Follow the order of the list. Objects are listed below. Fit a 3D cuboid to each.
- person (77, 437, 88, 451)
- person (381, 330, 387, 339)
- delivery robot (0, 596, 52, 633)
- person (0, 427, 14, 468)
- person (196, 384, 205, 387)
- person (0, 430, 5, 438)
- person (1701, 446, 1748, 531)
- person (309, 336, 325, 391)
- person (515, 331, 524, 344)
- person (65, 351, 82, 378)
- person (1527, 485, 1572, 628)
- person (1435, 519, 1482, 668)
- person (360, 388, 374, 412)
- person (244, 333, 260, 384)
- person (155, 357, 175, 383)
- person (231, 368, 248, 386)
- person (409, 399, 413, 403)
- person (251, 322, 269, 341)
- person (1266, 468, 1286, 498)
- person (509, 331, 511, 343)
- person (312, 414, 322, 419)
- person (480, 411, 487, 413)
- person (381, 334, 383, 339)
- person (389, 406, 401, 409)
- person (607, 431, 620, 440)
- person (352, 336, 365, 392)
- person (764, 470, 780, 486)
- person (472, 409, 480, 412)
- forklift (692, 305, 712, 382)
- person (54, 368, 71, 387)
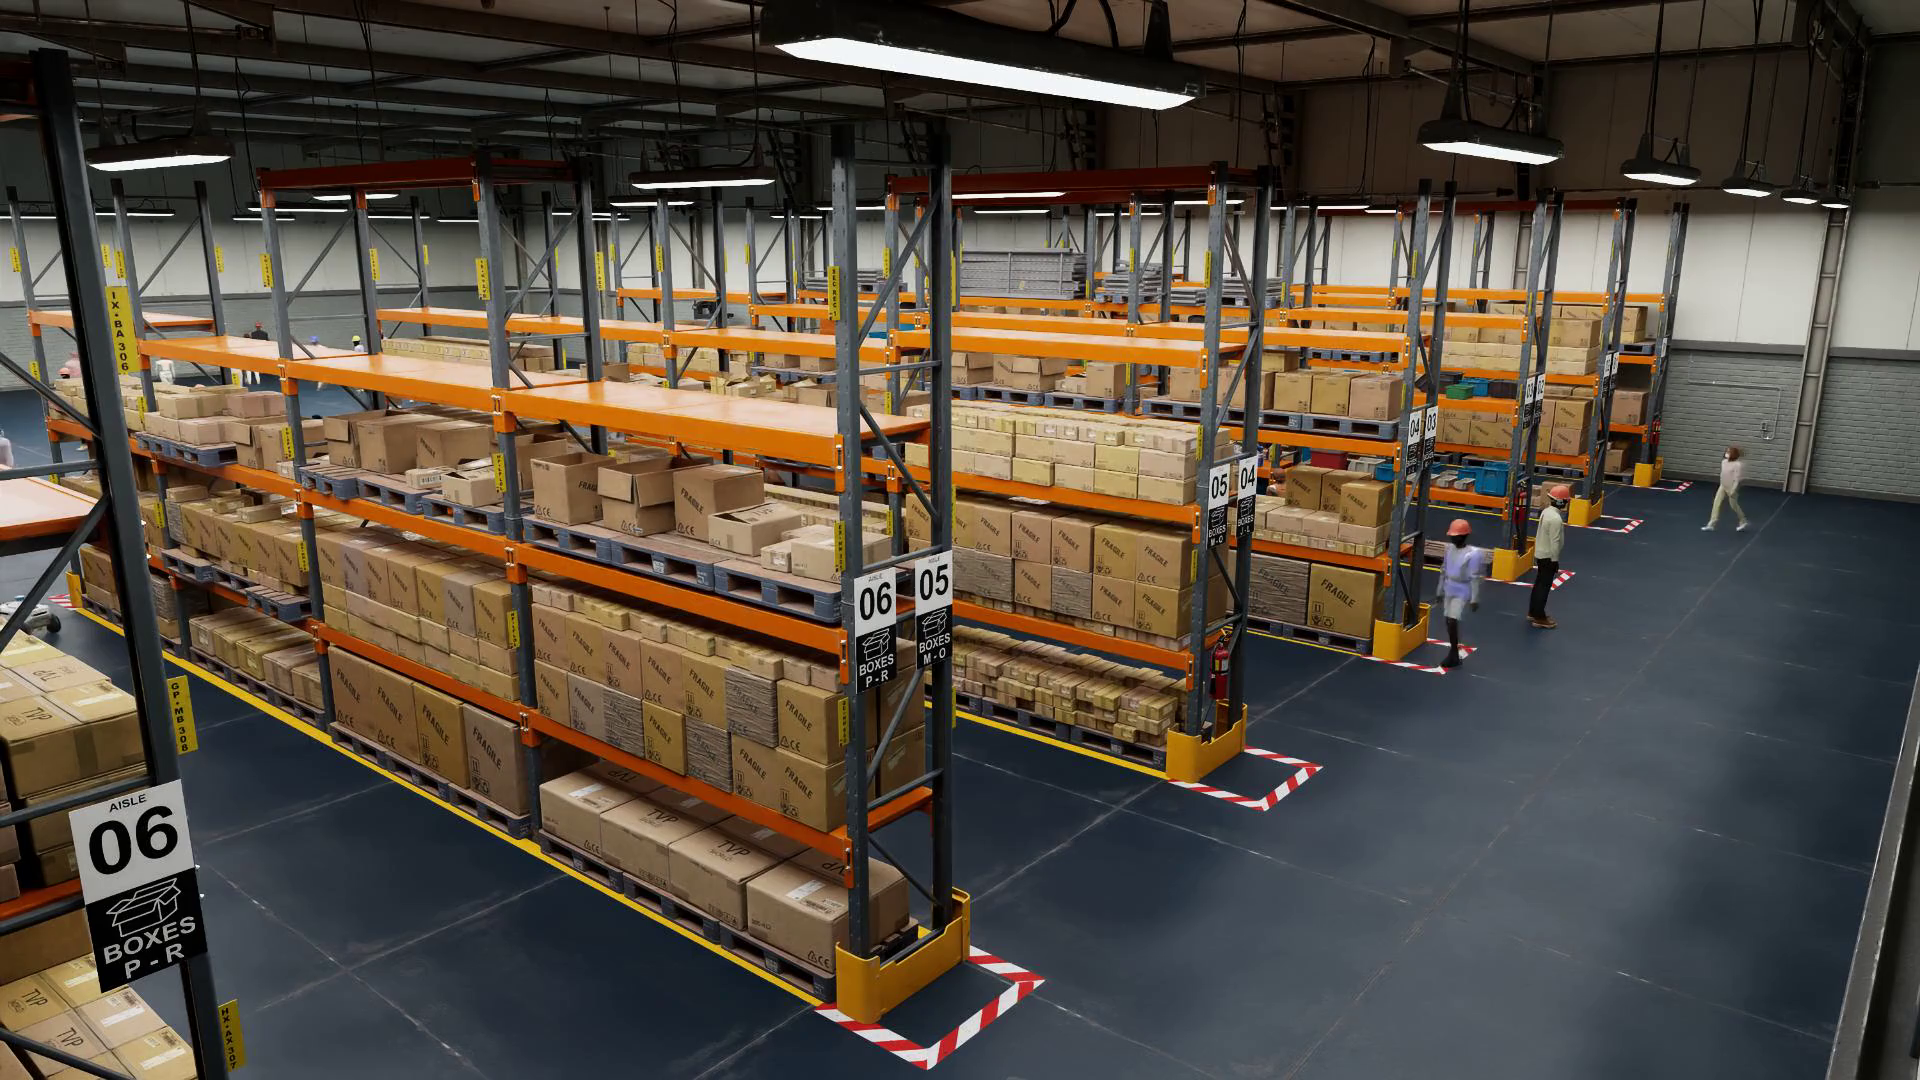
[{"bbox_3d":[-22.352,-3.103,31.884,0.544,1.688,0.399,4,14,16],"label":"person"},{"bbox_3d":[-21.558,-6.894,47.010,0.410,1.912,0.643,1,14,2],"label":"person"},{"bbox_3d":[-12.829,1.004,17.238,0.707,0.478,0.477,5,15,20],"label":"delivery robot"},{"bbox_3d":[-18.588,-1.345,24.327,0.653,1.891,0.886,0,14,-2],"label":"person"},{"bbox_3d":[-17.786,-2.697,29.686,0.354,1.939,0.544,-9,16,-32],"label":"person"},{"bbox_3d":[-20.319,-1.769,26.488,0.522,1.638,0.311,-2,14,-10],"label":"person"},{"bbox_3d":[14.222,-0.952,23.212,0.825,1.602,0.506,-2,14,-7],"label":"person"},{"bbox_3d":[-22.537,-6.208,44.181,0.620,1.925,0.750,1,14,3],"label":"person"},{"bbox_3d":[-17.516,-7.549,50.055,0.547,1.735,0.565,7,15,26],"label":"person"},{"bbox_3d":[-27.184,-4.864,38.723,0.801,1.877,0.673,7,15,26],"label":"person"},{"bbox_3d":[8.264,0.214,17.624,0.414,1.987,0.622,3,14,11],"label":"person"},{"bbox_3d":[6.194,0.679,15.823,0.552,1.916,0.560,-6,15,-22],"label":"person"},{"bbox_3d":[-17.582,-4.483,37.362,0.538,1.793,0.921,3,14,11],"label":"person"},{"bbox_3d":[-25.981,-6.636,46.085,0.627,1.847,0.429,-10,17,-35],"label":"person"},{"bbox_3d":[-26.016,-5.332,41.246,0.851,1.594,0.513,12,18,40],"label":"person"},{"bbox_3d":[-23.006,-5.159,40.071,0.551,1.827,0.980,-9,16,-34],"label":"person"},{"bbox_3d":[-17.901,-5.383,40.970,0.649,1.823,0.438,-5,15,-20],"label":"person"},{"bbox_3d":[-27.576,-7.586,49.676,0.617,1.993,0.396,-10,17,-34],"label":"person"},{"bbox_3d":[5.246,-0.379,20.772,0.514,1.639,0.314,-5,15,-19],"label":"person"},{"bbox_3d":[-17.773,-7.378,49.218,0.567,1.805,0.648,5,15,19],"label":"person"},{"bbox_3d":[-13.490,-1.817,26.606,0.655,1.675,0.535,10,17,35],"label":"person"},{"bbox_3d":[-10.810,-2.338,28.385,0.623,1.861,0.550,0,14,0],"label":"person"},{"bbox_3d":[-20.728,-6.465,45.256,0.589,1.909,0.420,-9,16,-32],"label":"person"},{"bbox_3d":[-16.616,-4.418,36.764,0.629,1.940,0.373,-8,16,-29],"label":"person"},{"bbox_3d":[-8.153,-2.503,29.118,0.941,1.822,0.555,0,14,-2],"label":"person"},{"bbox_3d":[-20.943,-6.148,43.903,0.374,1.925,0.595,-2,14,-7],"label":"person"},{"bbox_3d":[-3.093,-0.366,20.816,0.852,1.583,0.516,8,16,31],"label":"person"},{"bbox_3d":[-10.685,-2.305,28.138,0.822,1.893,0.602,-6,15,-23],"label":"person"},{"bbox_3d":[-9.511,-7.392,47.124,1.873,2.768,1.129,11,17,38],"label":"forklift"},{"bbox_3d":[-23.593,-3.593,33.380,0.546,1.934,0.376,-7,15,-26],"label":"person"}]
